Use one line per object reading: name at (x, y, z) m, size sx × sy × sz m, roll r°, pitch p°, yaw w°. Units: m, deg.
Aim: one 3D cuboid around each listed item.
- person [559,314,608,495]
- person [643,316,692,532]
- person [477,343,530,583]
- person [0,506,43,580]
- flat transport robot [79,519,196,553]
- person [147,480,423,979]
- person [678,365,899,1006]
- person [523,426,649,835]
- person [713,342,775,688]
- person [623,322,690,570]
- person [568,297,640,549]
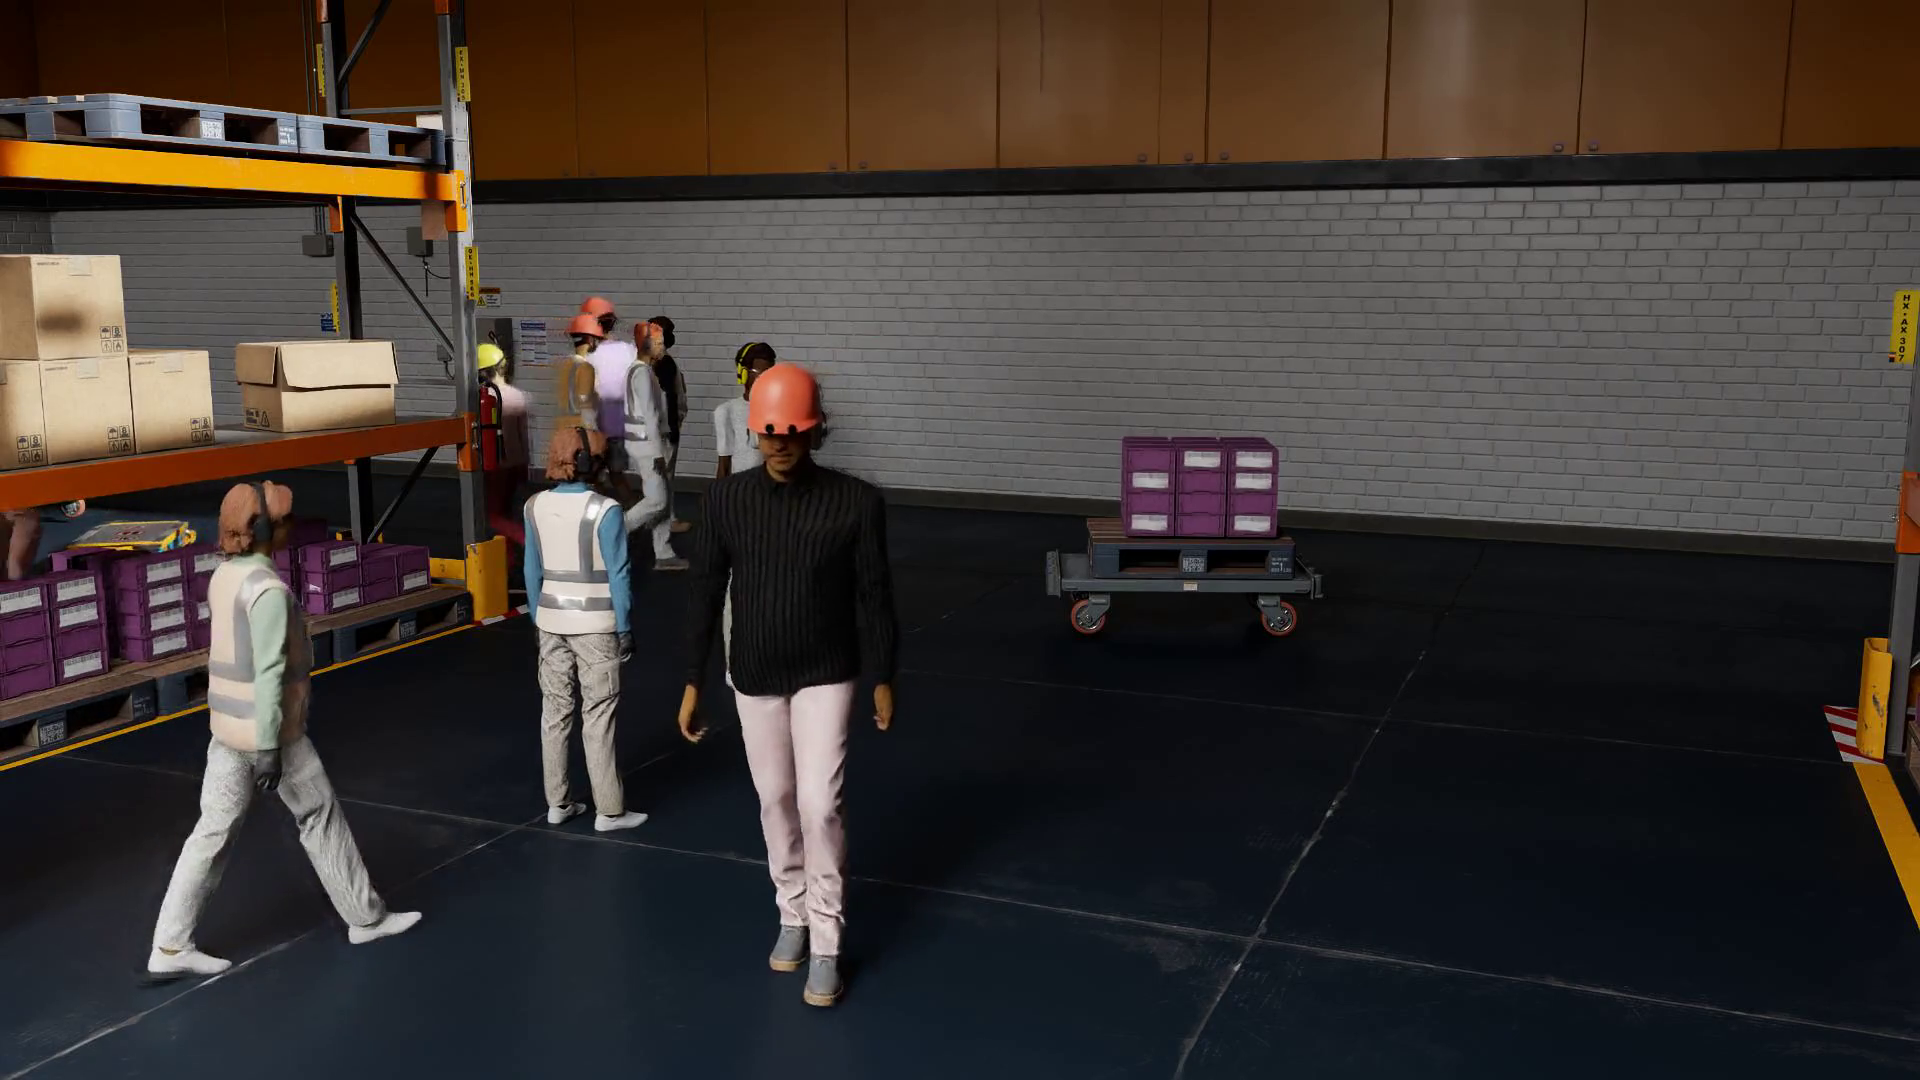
person at (-2.918, -0.760, 12.661) m, size 0.605 × 1.915 × 0.574 m, roll -5°, pitch 10°, yaw -26°
person at (-2.546, -0.989, 14.236) m, size 0.428 × 1.843 × 0.633 m, roll -6°, pitch 11°, yaw -31°
person at (-3.157, -0.514, 11.661) m, size 0.699 × 1.731 × 0.519 m, roll 3°, pitch 10°, yaw 20°
person at (-6.201, -0.461, 10.904) m, size 0.641 × 1.884 × 0.668 m, roll -3°, pitch 10°, yaw -18°
flat transport robot at (-6.379, 0.028, 12.823) m, size 0.652 × 0.197 × 1.431 m, roll -2°, pitch 10°, yaw -15°
person at (-2.241, 0.601, 5.344) m, size 0.856 × 1.592 × 0.532 m, roll -8°, pitch 12°, yaw -41°
person at (-0.549, 0.447, 5.161) m, size 0.648 × 1.962 × 0.751 m, roll 2°, pitch 10°, yaw 10°
person at (-1.519, 0.363, 6.662) m, size 0.513 × 1.637 × 0.313 m, roll 5°, pitch 11°, yaw 29°
person at (-1.087, -0.127, 8.939) m, size 0.329 × 1.869 × 0.511 m, roll 8°, pitch 12°, yaw 39°
person at (-2.349, -0.668, 12.219) m, size 0.669 × 1.868 × 0.609 m, roll -2°, pitch 10°, yaw -13°
person at (-2.751, -0.863, 12.909) m, size 0.653 × 2.028 × 0.532 m, roll -8°, pitch 12°, yaw -40°
